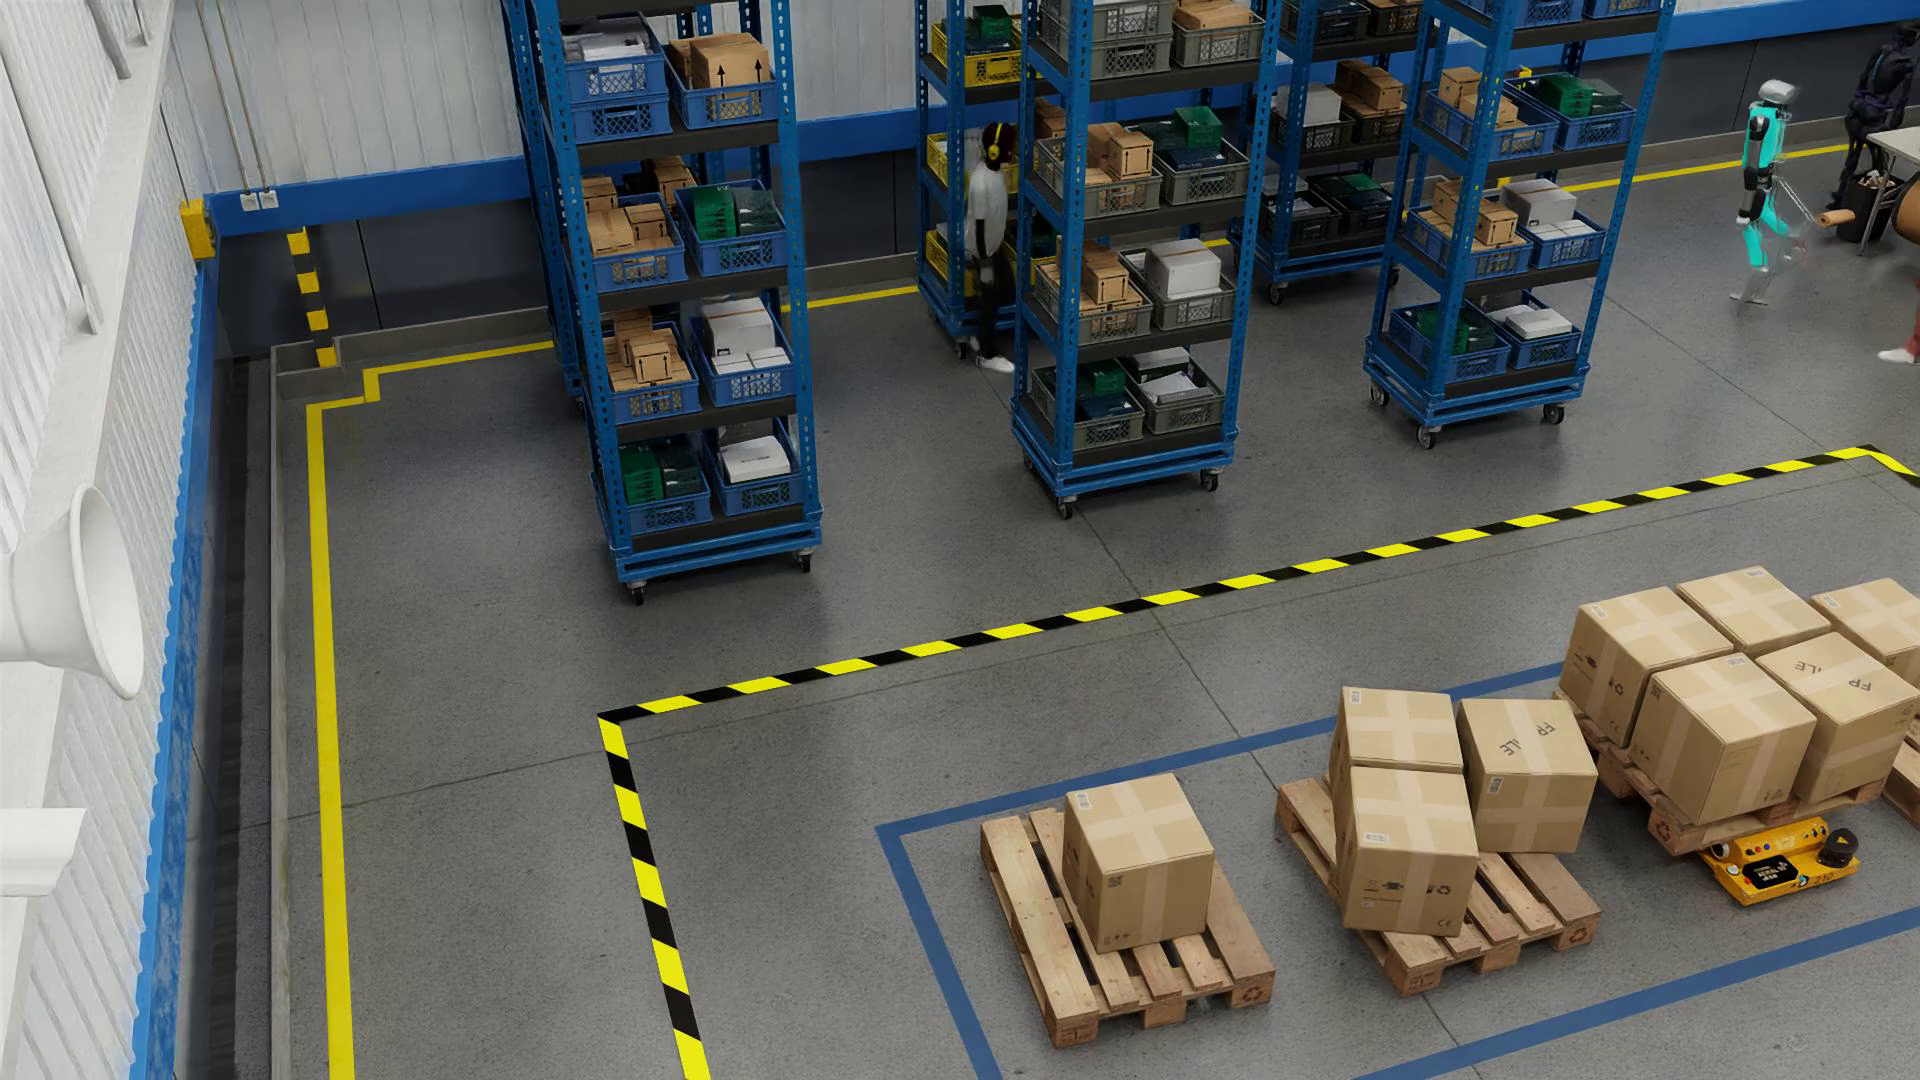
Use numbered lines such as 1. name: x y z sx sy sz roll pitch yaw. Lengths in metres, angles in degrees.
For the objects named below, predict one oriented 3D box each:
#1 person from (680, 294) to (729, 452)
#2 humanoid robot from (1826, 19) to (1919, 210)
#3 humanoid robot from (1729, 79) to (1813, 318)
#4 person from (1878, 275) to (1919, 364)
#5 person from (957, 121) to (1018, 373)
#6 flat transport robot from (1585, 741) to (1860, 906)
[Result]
1. person: -1.533 -1.121 10.288 0.914 1.837 0.515 -20 40 -26
2. humanoid robot: 7.548 -3.515 13.821 0.379 1.647 0.612 -6 36 -9
3. humanoid robot: 6.035 -2.429 12.284 0.752 1.858 0.541 20 40 26
4. person: 7.009 -2.044 11.540 0.568 1.895 0.618 11 37 16
5. person: 0.186 -2.016 11.539 0.465 1.850 0.566 11 37 15
6. flat transport robot: 3.738 1.188 8.347 0.652 0.197 1.431 -11 37 -15
